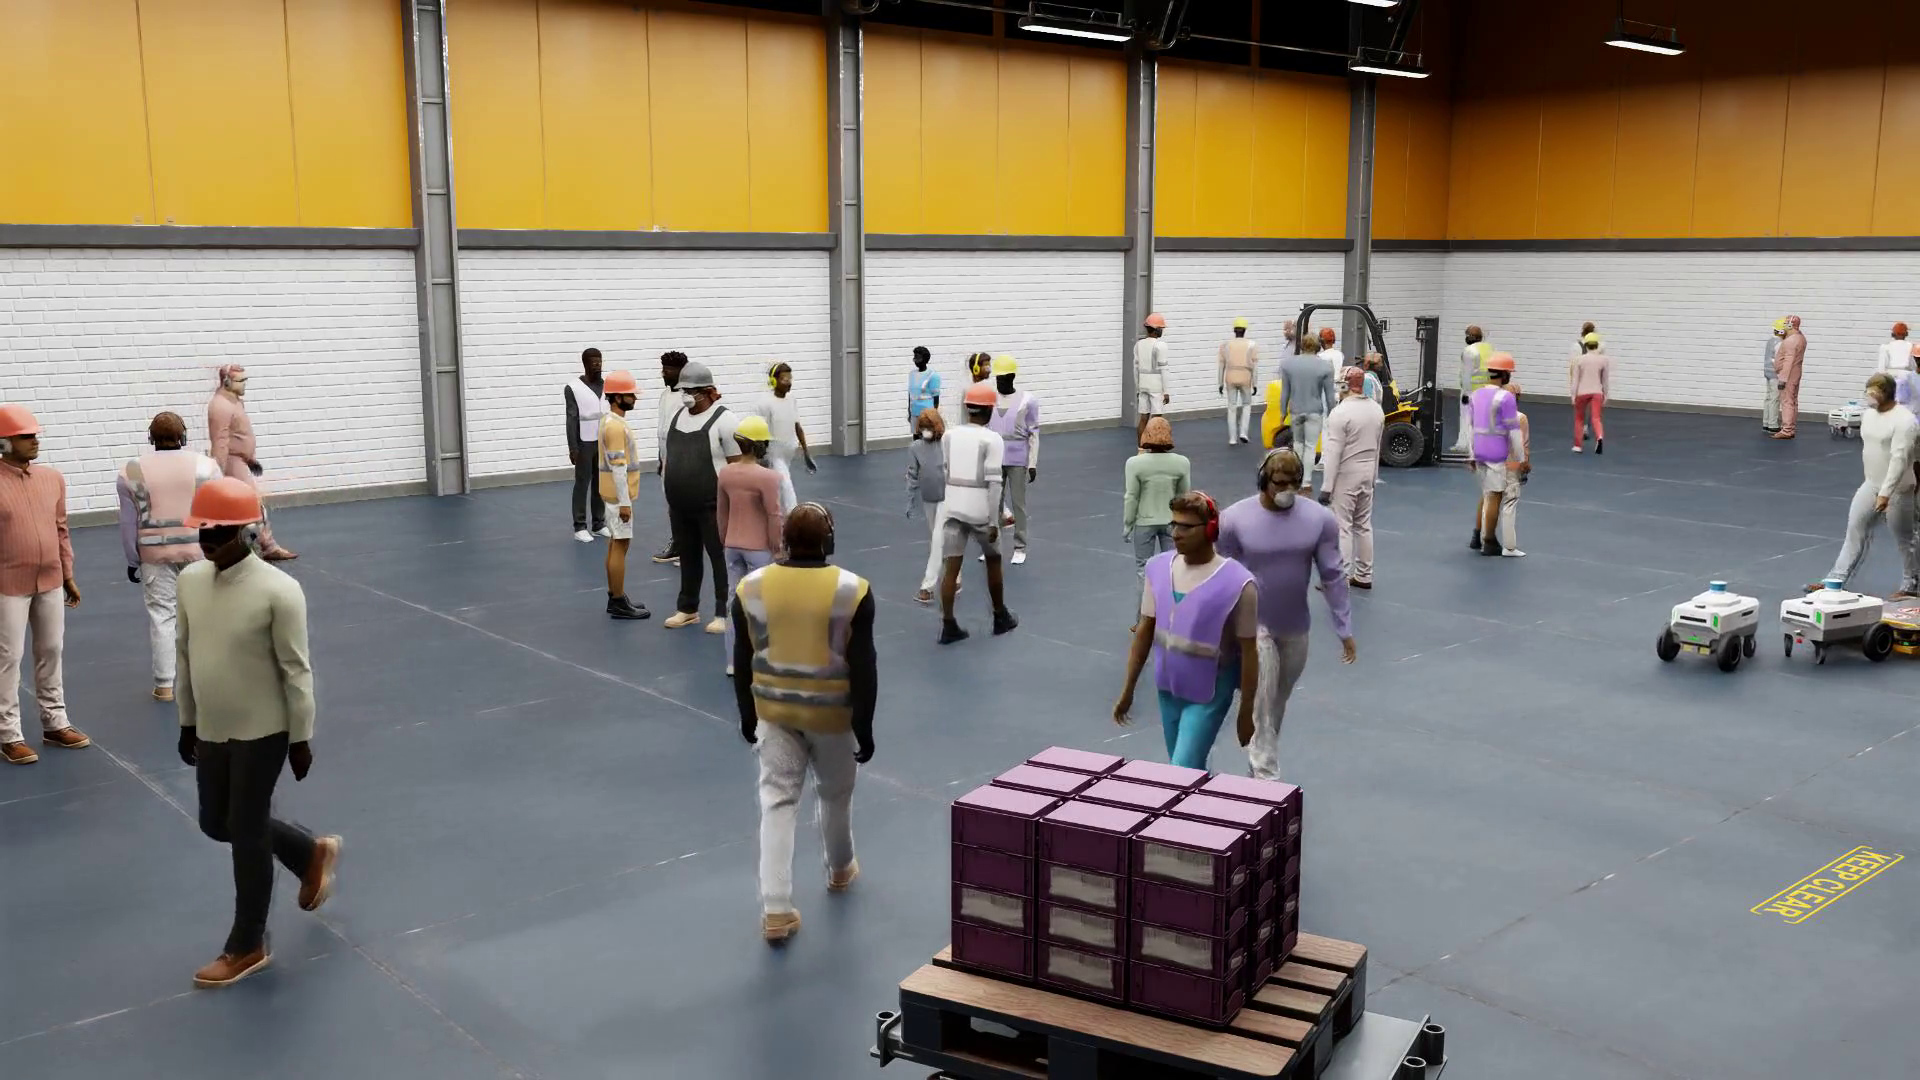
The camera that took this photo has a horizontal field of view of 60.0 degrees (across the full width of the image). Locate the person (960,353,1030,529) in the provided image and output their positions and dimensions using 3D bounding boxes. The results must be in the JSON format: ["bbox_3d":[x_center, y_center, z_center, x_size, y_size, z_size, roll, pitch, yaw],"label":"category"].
[{"bbox_3d":[0.266,-0.983,16.975,0.922,1.817,0.561,3,10,16],"label":"person"}]

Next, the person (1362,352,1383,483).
[{"bbox_3d":[5.048,-1.493,20.500,0.310,1.638,0.522,4,10,22],"label":"person"}]

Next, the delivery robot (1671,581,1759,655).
[{"bbox_3d":[5.250,0.530,11.555,0.707,0.478,0.477,-9,13,-41],"label":"delivery robot"}]

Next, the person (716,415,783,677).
[{"bbox_3d":[-1.375,0.056,11.065,0.533,1.767,0.325,7,12,35],"label":"person"}]

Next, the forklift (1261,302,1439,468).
[{"bbox_3d":[5.320,-2.157,22.763,2.313,2.155,1.214,3,10,16],"label":"forklift"}]

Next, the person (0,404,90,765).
[{"bbox_3d":[-5.239,0.236,9.324,0.369,1.996,0.622,4,11,24],"label":"person"}]

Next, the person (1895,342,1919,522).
[{"bbox_3d":[10.111,-1.138,17.552,0.553,1.935,0.362,-3,10,-16],"label":"person"}]

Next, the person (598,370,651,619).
[{"bbox_3d":[-2.626,-0.353,12.952,0.359,1.938,0.544,-3,10,-17],"label":"person"}]

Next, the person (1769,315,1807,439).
[{"bbox_3d":[12.778,-2.510,25.677,0.409,1.908,0.639,8,13,40],"label":"person"}]

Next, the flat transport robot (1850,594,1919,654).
[{"bbox_3d":[7.045,0.606,12.213,1.431,0.197,0.652,-6,12,-33],"label":"flat transport robot"}]

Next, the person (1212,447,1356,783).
[{"bbox_3d":[1.592,0.457,8.406,0.663,1.885,0.961,-2,10,-11],"label":"person"}]

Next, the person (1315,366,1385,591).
[{"bbox_3d":[3.253,-0.508,13.962,0.660,1.903,0.404,-8,12,-39],"label":"person"}]

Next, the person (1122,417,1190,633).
[{"bbox_3d":[1.455,-0.096,12.336,0.508,1.632,0.265,-2,10,-10],"label":"person"}]

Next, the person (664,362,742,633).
[{"bbox_3d":[-1.958,-0.318,12.447,0.684,2.000,0.536,6,11,31],"label":"person"}]

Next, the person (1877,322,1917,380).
[{"bbox_3d":[13.991,-2.327,24.798,0.596,1.850,0.831,3,10,20],"label":"person"}]

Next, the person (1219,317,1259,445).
[{"bbox_3d":[4.159,-2.368,24.843,0.595,1.907,0.531,3,10,15],"label":"person"}]

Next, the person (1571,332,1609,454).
[{"bbox_3d":[8.963,-2.075,23.628,0.534,1.744,0.745,1,10,4],"label":"person"}]

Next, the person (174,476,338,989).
[{"bbox_3d":[-2.800,0.711,6.604,0.626,1.977,0.744,5,11,25],"label":"person"}]

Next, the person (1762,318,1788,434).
[{"bbox_3d":[13.016,-2.609,26.469,0.403,1.833,0.591,2,10,10],"label":"person"}]

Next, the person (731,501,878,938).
[{"bbox_3d":[-0.654,0.728,7.064,0.639,1.797,0.945,1,10,8],"label":"person"}]

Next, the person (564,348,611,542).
[{"bbox_3d":[-3.667,-0.951,16.519,0.370,1.915,0.597,7,12,35],"label":"person"}]

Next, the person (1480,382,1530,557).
[{"bbox_3d":[5.102,-0.658,15.598,0.307,1.645,0.519,-7,12,-34],"label":"person"}]

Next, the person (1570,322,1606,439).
[{"bbox_3d":[9.699,-2.468,25.731,0.516,1.812,0.906,5,11,28],"label":"person"}]

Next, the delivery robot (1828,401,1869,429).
[{"bbox_3d":[13.925,-1.933,25.975,0.707,0.478,0.477,-5,11,-25],"label":"delivery robot"}]

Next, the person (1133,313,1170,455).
[{"bbox_3d":[2.640,-2.067,22.677,0.372,2.042,0.615,-7,12,-37],"label":"person"}]

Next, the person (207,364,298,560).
[{"bbox_3d":[-6.706,-0.688,15.217,1.022,1.858,0.631,-4,11,-24],"label":"person"}]

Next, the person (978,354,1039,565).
[{"bbox_3d":[0.423,-0.734,15.218,0.594,1.924,0.384,4,11,25],"label":"person"}]

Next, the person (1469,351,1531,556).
[{"bbox_3d":[5.033,-0.800,15.593,0.427,1.927,0.567,-3,10,-17],"label":"person"}]

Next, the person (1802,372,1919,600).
[{"bbox_3d":[7.333,-0.392,13.323,1.004,1.879,0.653,-2,10,-9],"label":"person"}]

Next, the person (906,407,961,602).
[{"bbox_3d":[-0.214,-0.286,13.541,0.517,1.585,0.796,7,12,34],"label":"person"}]

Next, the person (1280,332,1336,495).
[{"bbox_3d":[4.152,-1.505,19.748,0.651,1.916,0.600,5,11,29],"label":"person"}]

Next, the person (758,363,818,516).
[{"bbox_3d":[-1.644,-0.757,15.677,0.980,1.820,0.513,5,11,28],"label":"person"}]

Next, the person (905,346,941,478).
[{"bbox_3d":[-0.468,-1.587,20.879,0.317,1.696,0.540,-10,14,-44],"label":"person"}]

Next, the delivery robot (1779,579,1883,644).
[{"bbox_3d":[6.092,0.517,11.629,0.707,0.478,0.477,-5,11,-26],"label":"delivery robot"}]

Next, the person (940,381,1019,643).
[{"bbox_3d":[0.134,-0.216,12.271,0.570,1.897,0.887,6,11,31],"label":"person"}]

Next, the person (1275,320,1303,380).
[{"bbox_3d":[4.787,-2.285,24.442,0.834,1.872,0.652,0,10,0],"label":"person"}]

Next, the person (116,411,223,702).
[{"bbox_3d":[-4.972,0.103,10.566,0.626,1.843,0.429,-5,11,-27],"label":"person"}]

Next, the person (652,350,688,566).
[{"bbox_3d":[-2.572,-0.745,15.165,0.367,1.966,0.605,-9,13,-44],"label":"person"}]

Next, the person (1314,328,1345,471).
[{"bbox_3d":[4.817,-1.840,21.824,0.361,1.882,0.575,8,13,41],"label":"person"}]

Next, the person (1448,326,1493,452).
[{"bbox_3d":[7.420,-2.141,23.871,0.643,1.831,0.755,-7,12,-37],"label":"person"}]

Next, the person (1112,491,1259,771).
[{"bbox_3d":[0.916,0.701,7.109,0.688,1.825,0.580,-7,12,-35],"label":"person"}]
